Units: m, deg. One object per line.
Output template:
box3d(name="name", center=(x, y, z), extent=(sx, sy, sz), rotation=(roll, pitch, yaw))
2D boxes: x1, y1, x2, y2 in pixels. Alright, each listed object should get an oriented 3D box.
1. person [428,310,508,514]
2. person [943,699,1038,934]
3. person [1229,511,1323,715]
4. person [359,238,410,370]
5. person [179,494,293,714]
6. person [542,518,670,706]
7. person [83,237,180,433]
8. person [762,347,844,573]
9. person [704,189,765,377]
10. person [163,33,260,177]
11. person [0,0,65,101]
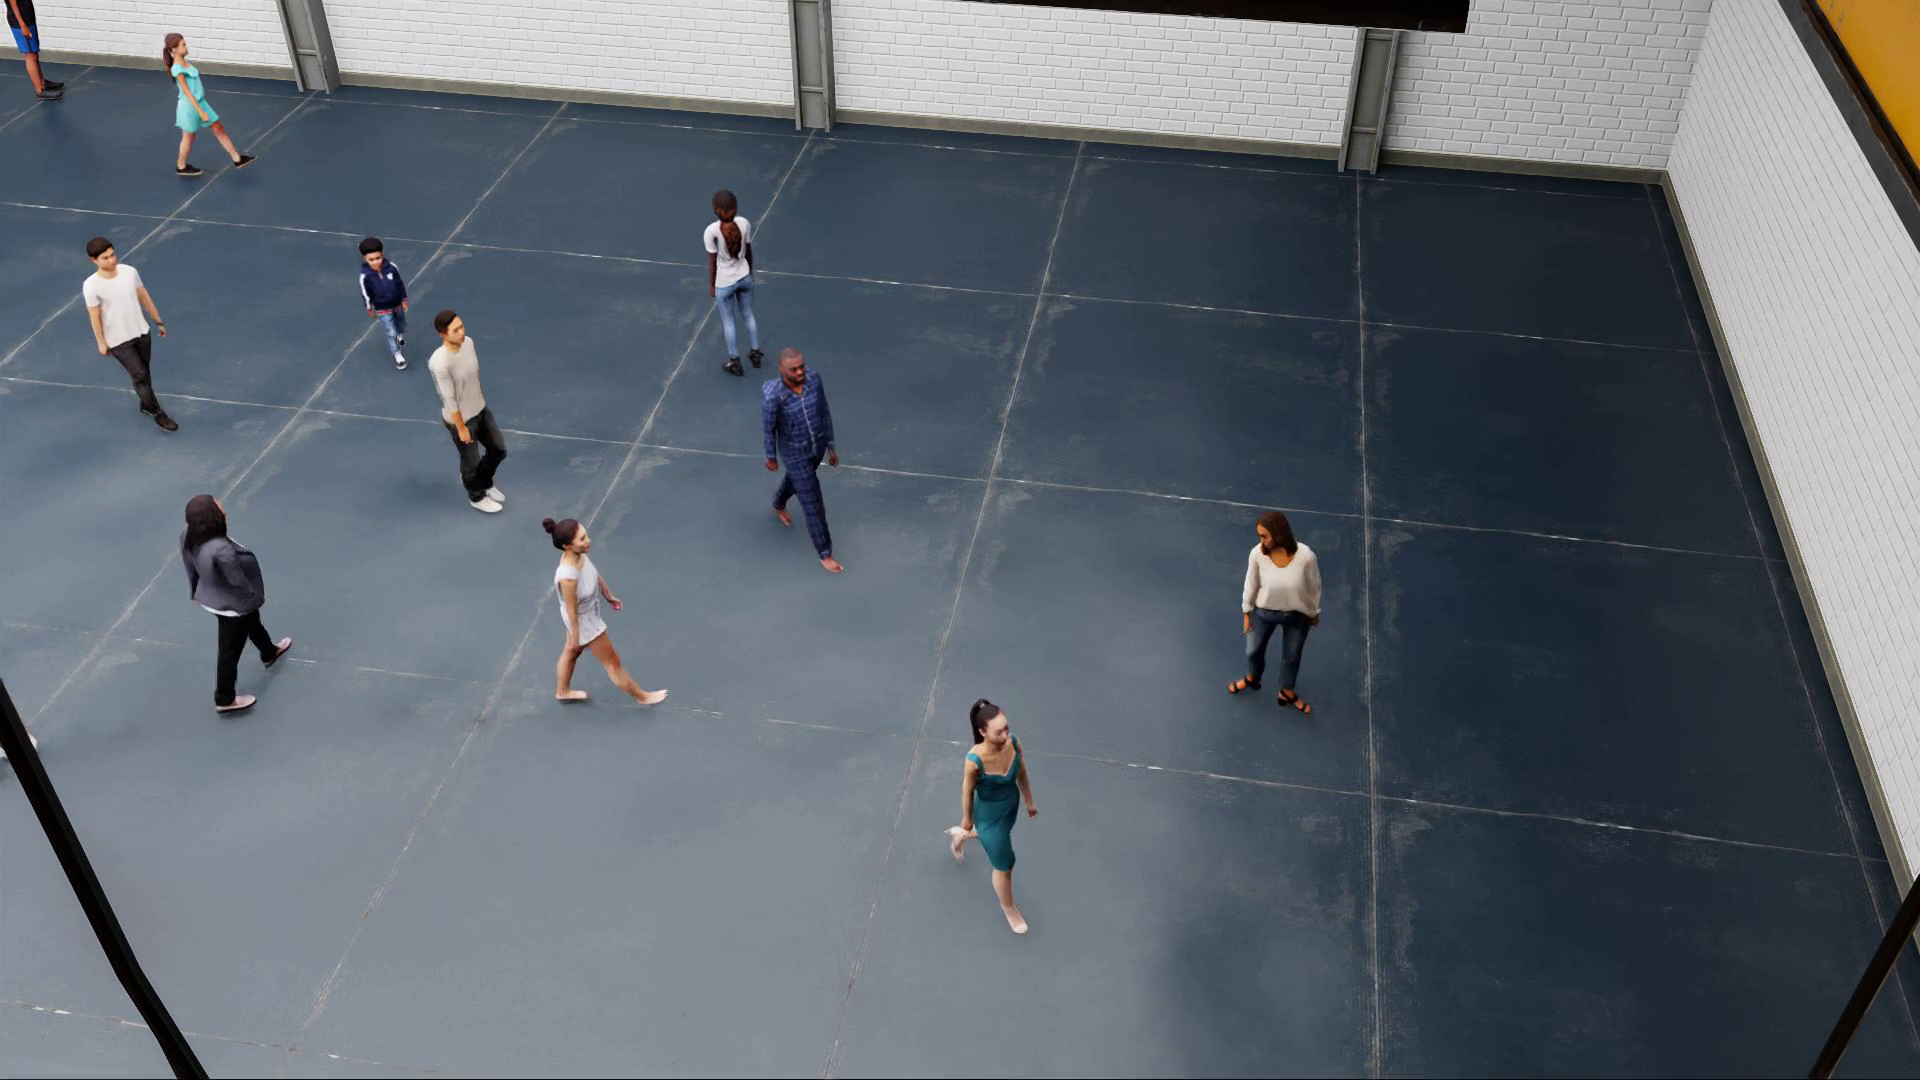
box3d(name="person", center=(-3.841, -0.972, 12.672), extent=(0.686, 1.798, 0.718), rotation=(15, 41, 18))
box3d(name="person", center=(0.157, 1.532, 9.653), extent=(0.966, 1.652, 1.079), rotation=(-29, 47, -31))
box3d(name="person", center=(2.181, 0.478, 10.977), extent=(0.491, 1.647, 0.782), rotation=(0, 39, 0))
box3d(name="person", center=(-5.022, -2.108, 14.566), extent=(0.737, 1.209, 0.787), rotation=(-20, 43, -24))
box3d(name="person", center=(-4.939, 0.450, 11.092), extent=(1.027, 1.548, 1.025), rotation=(-30, 47, -32))
box3d(name="person", center=(-2.572, 0.511, 10.993), extent=(1.074, 1.575, 0.753), rotation=(-3, 39, -4))
box3d(name="person", center=(-6.916, -1.741, 13.709), extent=(0.935, 1.706, 0.826), rotation=(21, 43, 24))
box3d(name="person", center=(-1.227, -0.692, 12.344), extent=(1.120, 1.770, 1.280), rotation=(-30, 48, -32))
box3d(name="person", center=(-1.952, -2.219, 14.297), extent=(0.656, 1.719, 0.711), rotation=(-25, 45, -28))
box3d(name="person", center=(-8.050, -4.476, 17.285), extent=(1.118, 1.518, 0.771), rotation=(-5, 39, -6))
box3d(name="person", center=(-10.643, -5.909, 18.857), extent=(0.701, 1.793, 0.695), rotation=(-12, 40, -15))
